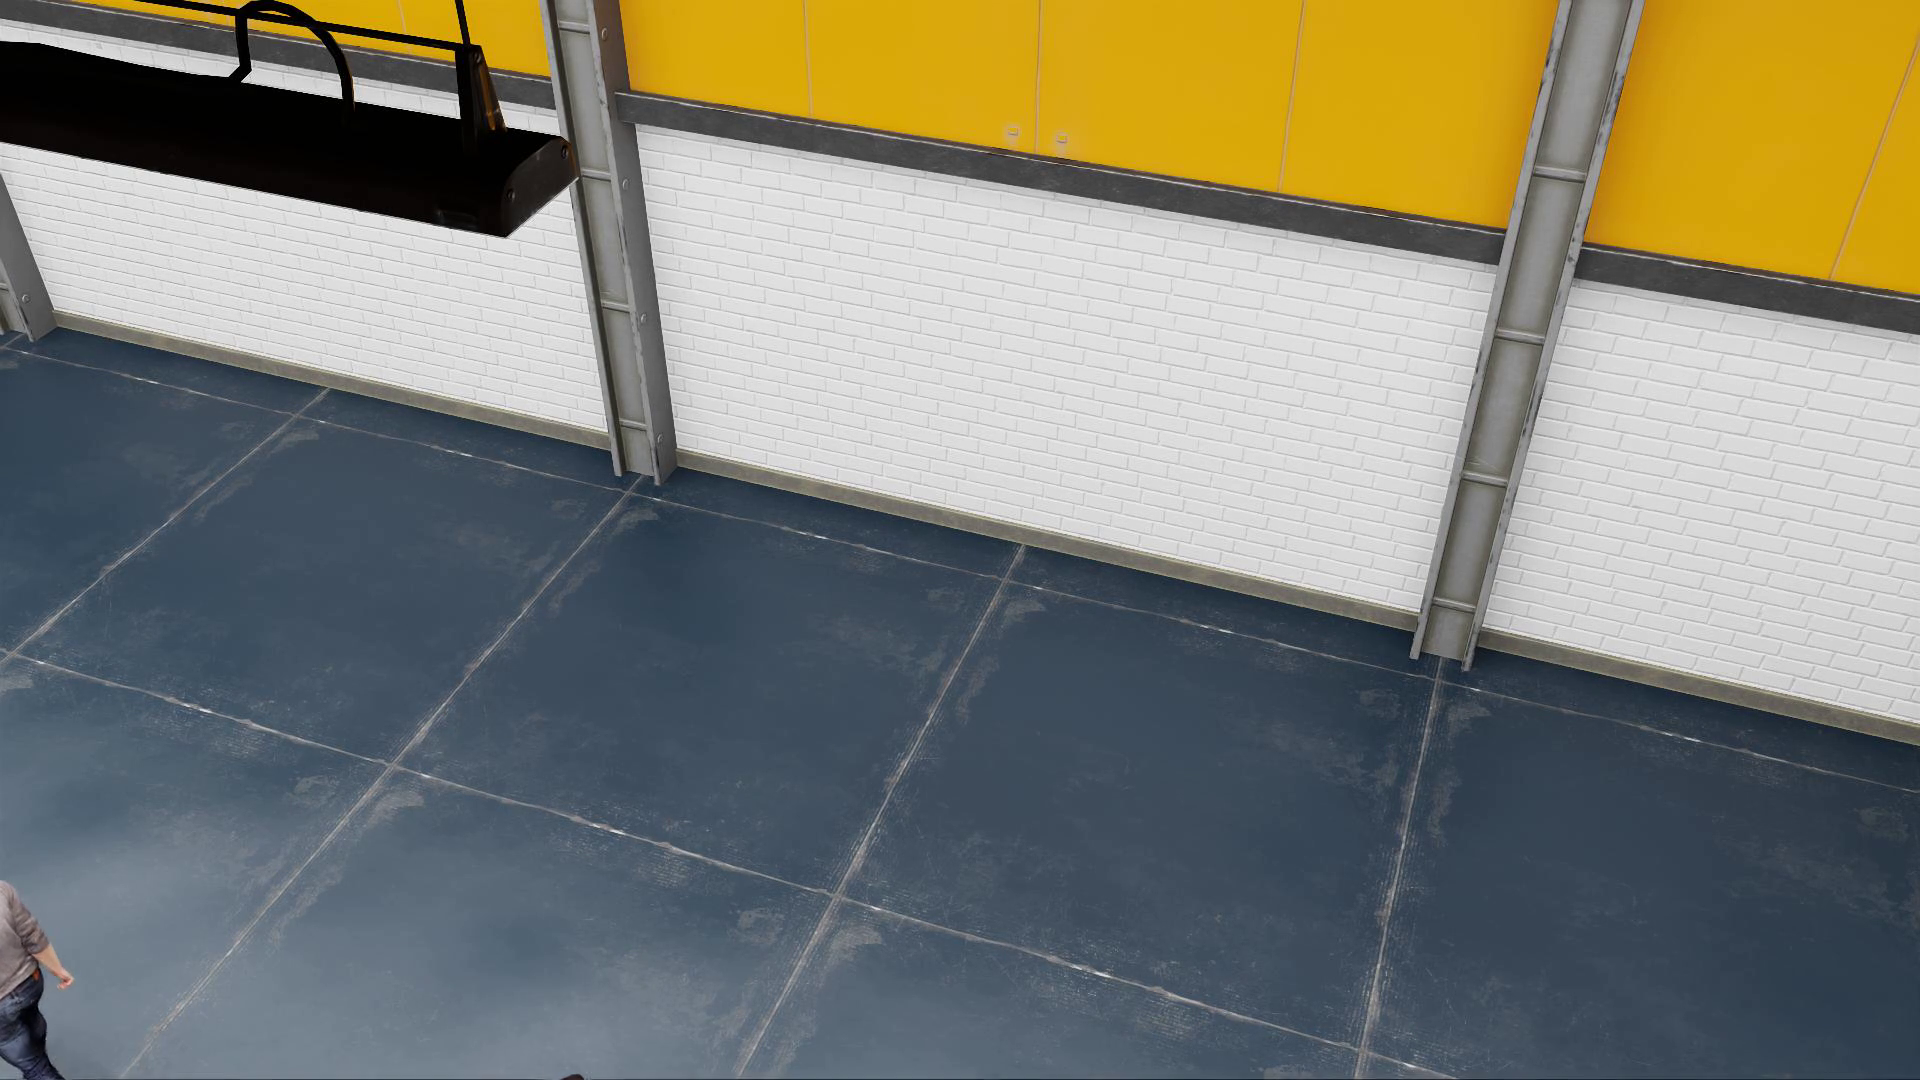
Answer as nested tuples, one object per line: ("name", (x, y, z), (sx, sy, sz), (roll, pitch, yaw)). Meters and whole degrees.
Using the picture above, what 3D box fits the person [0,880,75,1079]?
("person", (-4.446, 2.200, 7.828), (1.290, 1.857, 0.862), (20, 43, 24))
